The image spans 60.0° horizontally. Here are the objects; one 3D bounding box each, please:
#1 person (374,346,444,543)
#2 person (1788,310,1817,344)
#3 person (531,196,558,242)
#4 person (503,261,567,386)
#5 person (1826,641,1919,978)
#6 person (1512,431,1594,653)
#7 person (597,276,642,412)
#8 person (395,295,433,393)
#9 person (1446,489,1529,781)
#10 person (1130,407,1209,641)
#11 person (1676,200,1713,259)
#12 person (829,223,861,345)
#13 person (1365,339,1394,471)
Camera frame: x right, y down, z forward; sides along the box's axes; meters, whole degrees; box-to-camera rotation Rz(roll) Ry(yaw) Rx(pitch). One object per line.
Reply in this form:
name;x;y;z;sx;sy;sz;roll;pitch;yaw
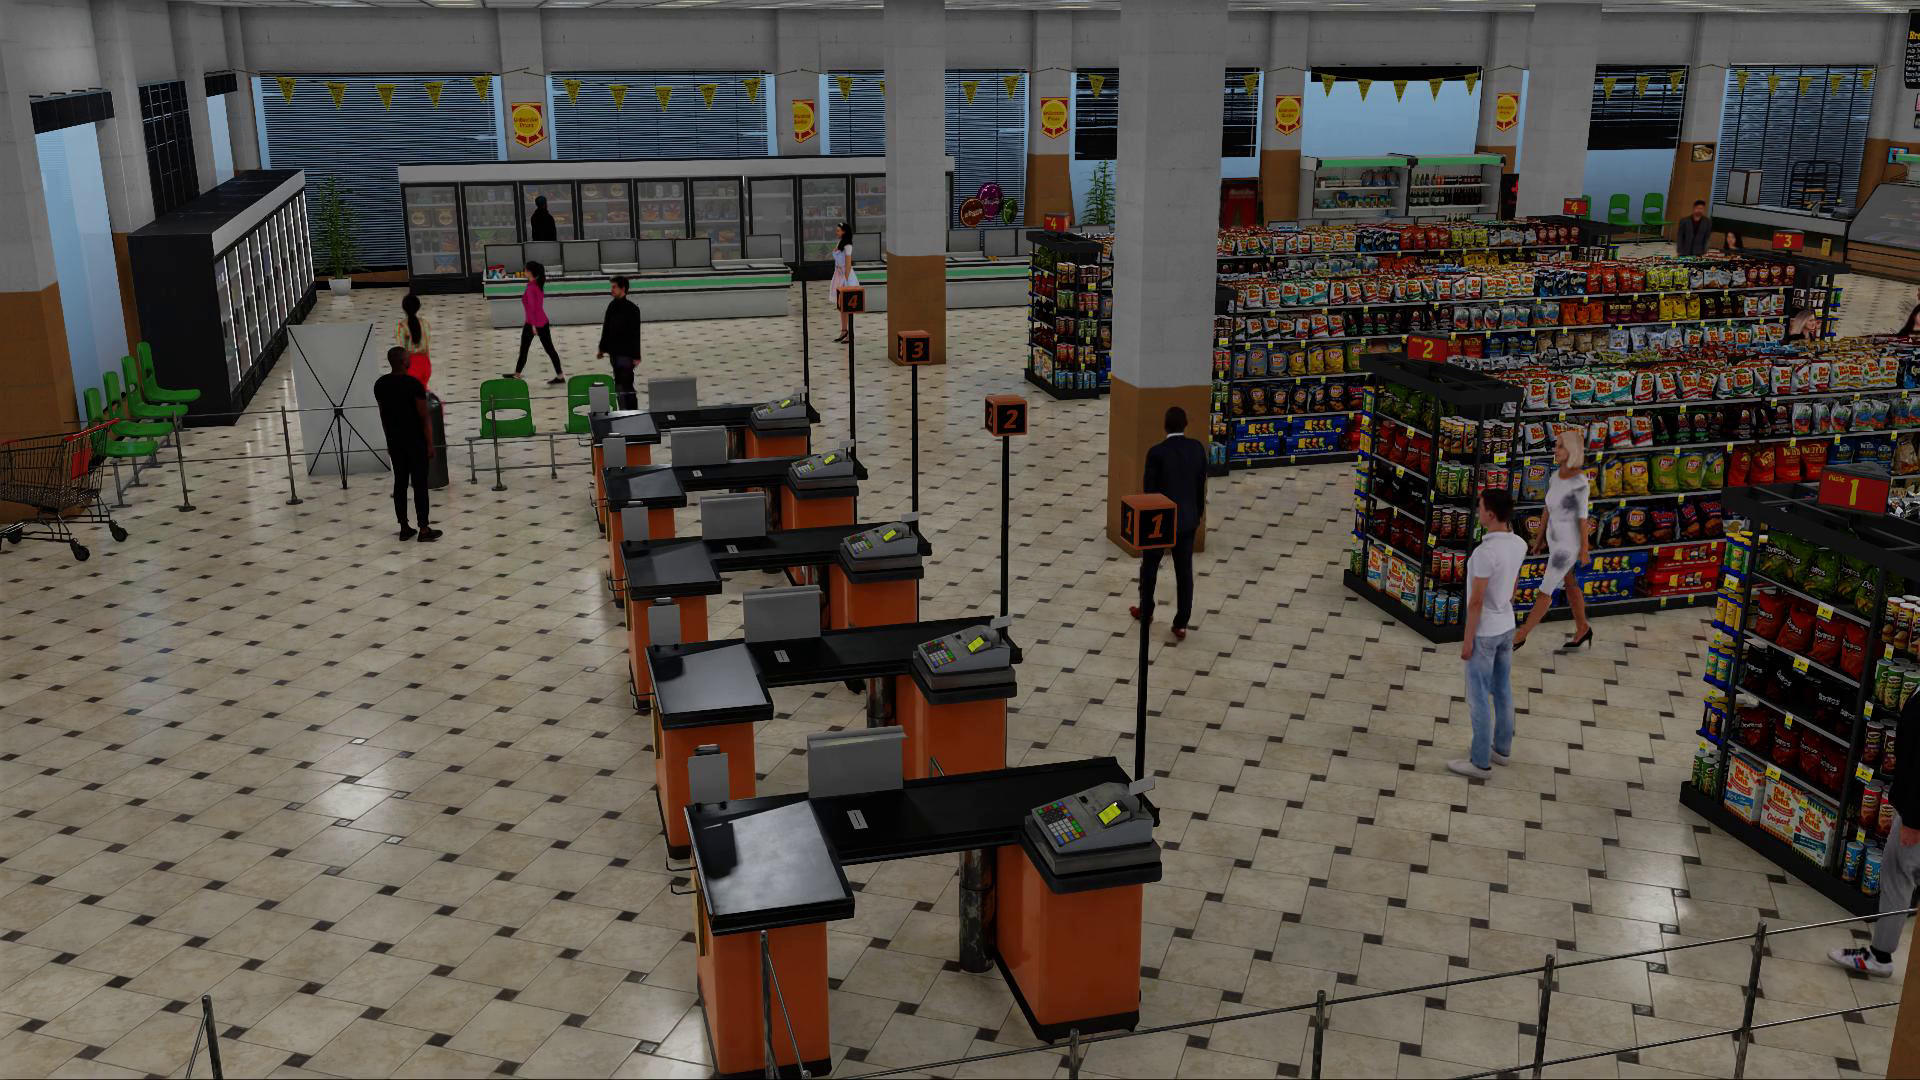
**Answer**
person;-5.104;-0.887;15.350;0.685;1.820;0.811;4;17;14
person;9.118;-1.676;18.176;0.628;1.686;0.754;-15;22;-40
person;-7.392;-5.216;29.608;0.747;1.818;0.819;8;19;26
person;-5.513;-2.822;22.014;1.171;1.649;0.913;3;17;11
person;4.794;1.267;8.076;1.165;1.924;1.091;7;18;23
person;4.598;0.049;12.463;1.086;1.704;0.614;-4;17;-12
person;-3.915;-2.209;19.694;0.908;1.825;0.873;-13;21;-37
person;-6.007;-1.821;18.517;0.822;1.765;0.748;8;19;26
person;3.348;0.580;10.470;0.668;1.848;0.786;-16;23;-42
person;1.664;-0.099;12.792;0.838;1.796;0.766;-4;17;-14
person;12.481;-4.862;28.442;1.204;1.819;1.160;6;18;19
person;-1.764;-3.915;25.324;0.783;1.818;0.754;-8;19;-25
person;4.299;-1.175;16.587;0.826;1.651;0.748;3;17;11
